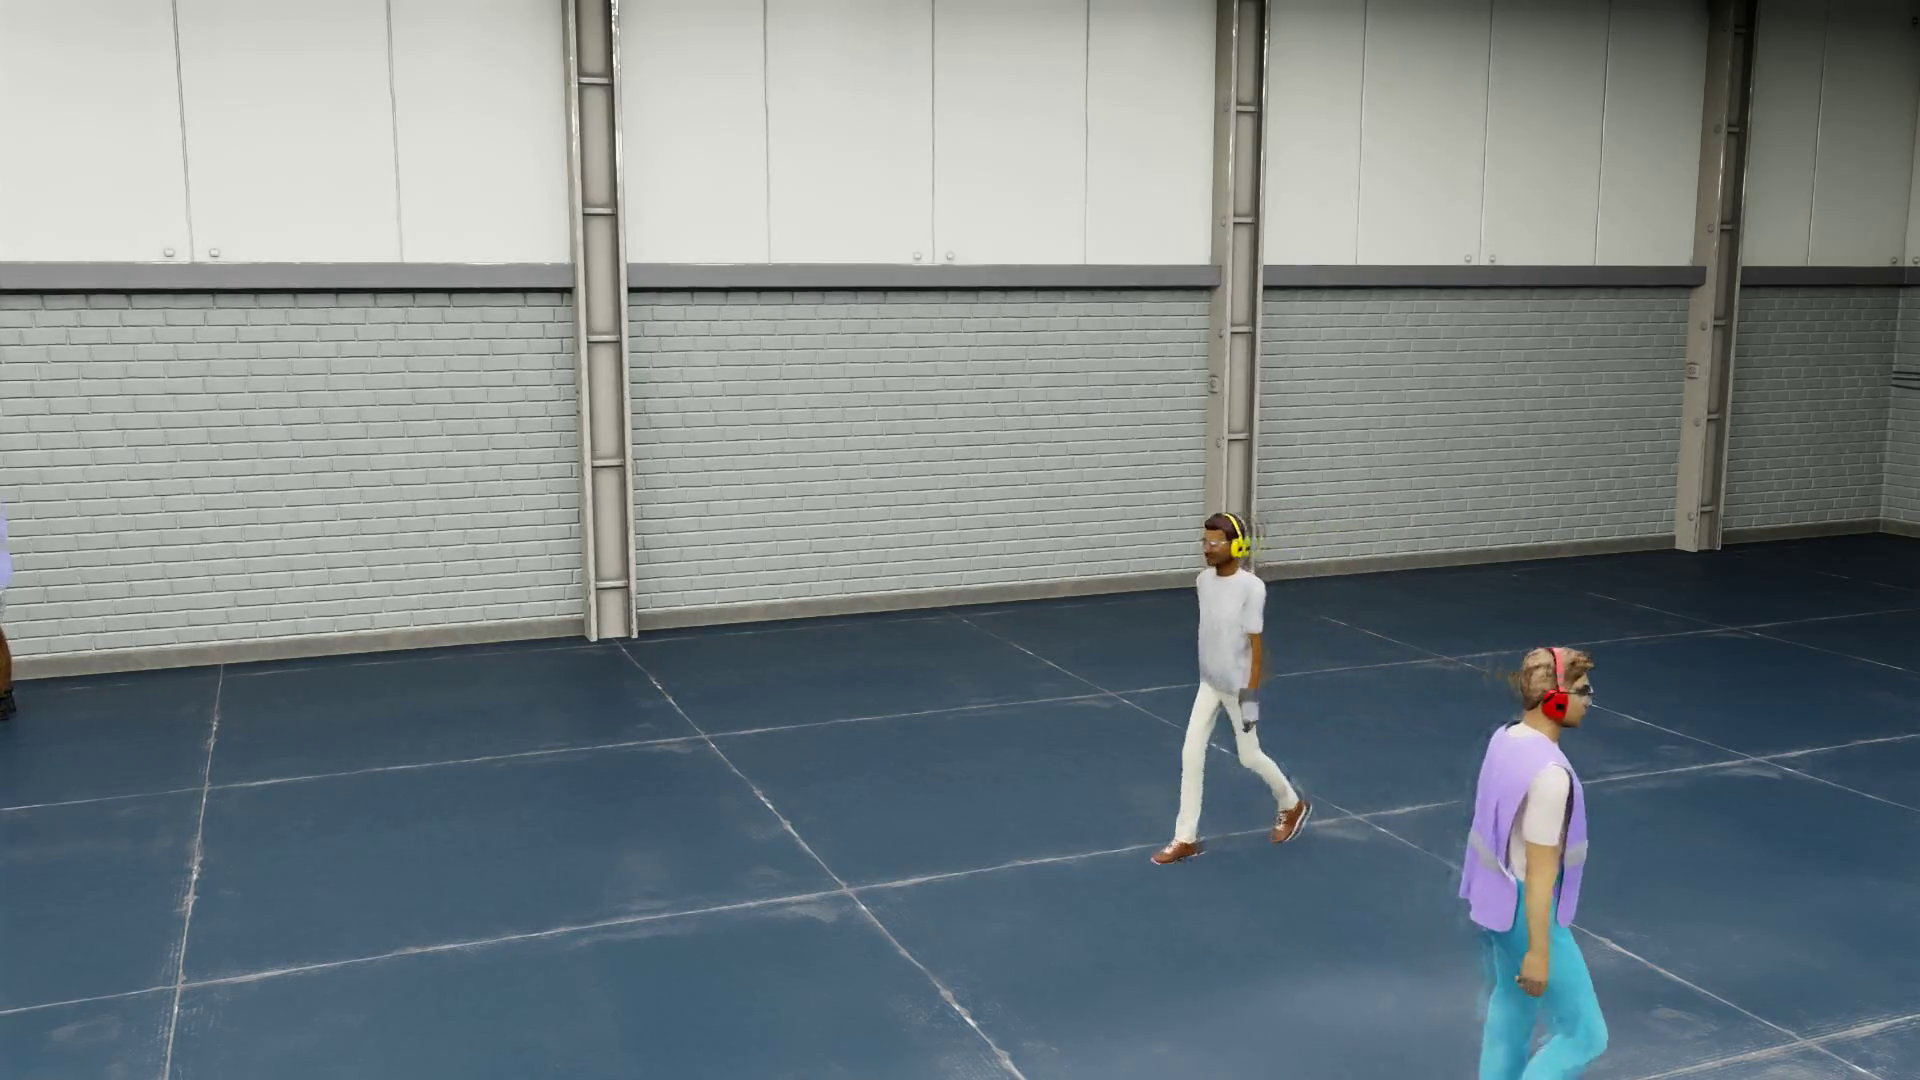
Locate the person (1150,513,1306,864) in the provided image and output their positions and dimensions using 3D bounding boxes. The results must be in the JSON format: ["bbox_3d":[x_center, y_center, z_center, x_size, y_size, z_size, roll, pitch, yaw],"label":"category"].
[{"bbox_3d":[1.446,0.749,8.695,0.951,1.835,0.529,-6,11,-34],"label":"person"}]

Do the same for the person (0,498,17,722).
[{"bbox_3d":[-6.653,0.280,11.296,0.376,1.934,0.567,-5,10,-28],"label":"person"}]

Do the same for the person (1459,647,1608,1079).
[{"bbox_3d":[1.891,1.251,5.480,0.452,1.832,0.577,1,9,3],"label":"person"}]
